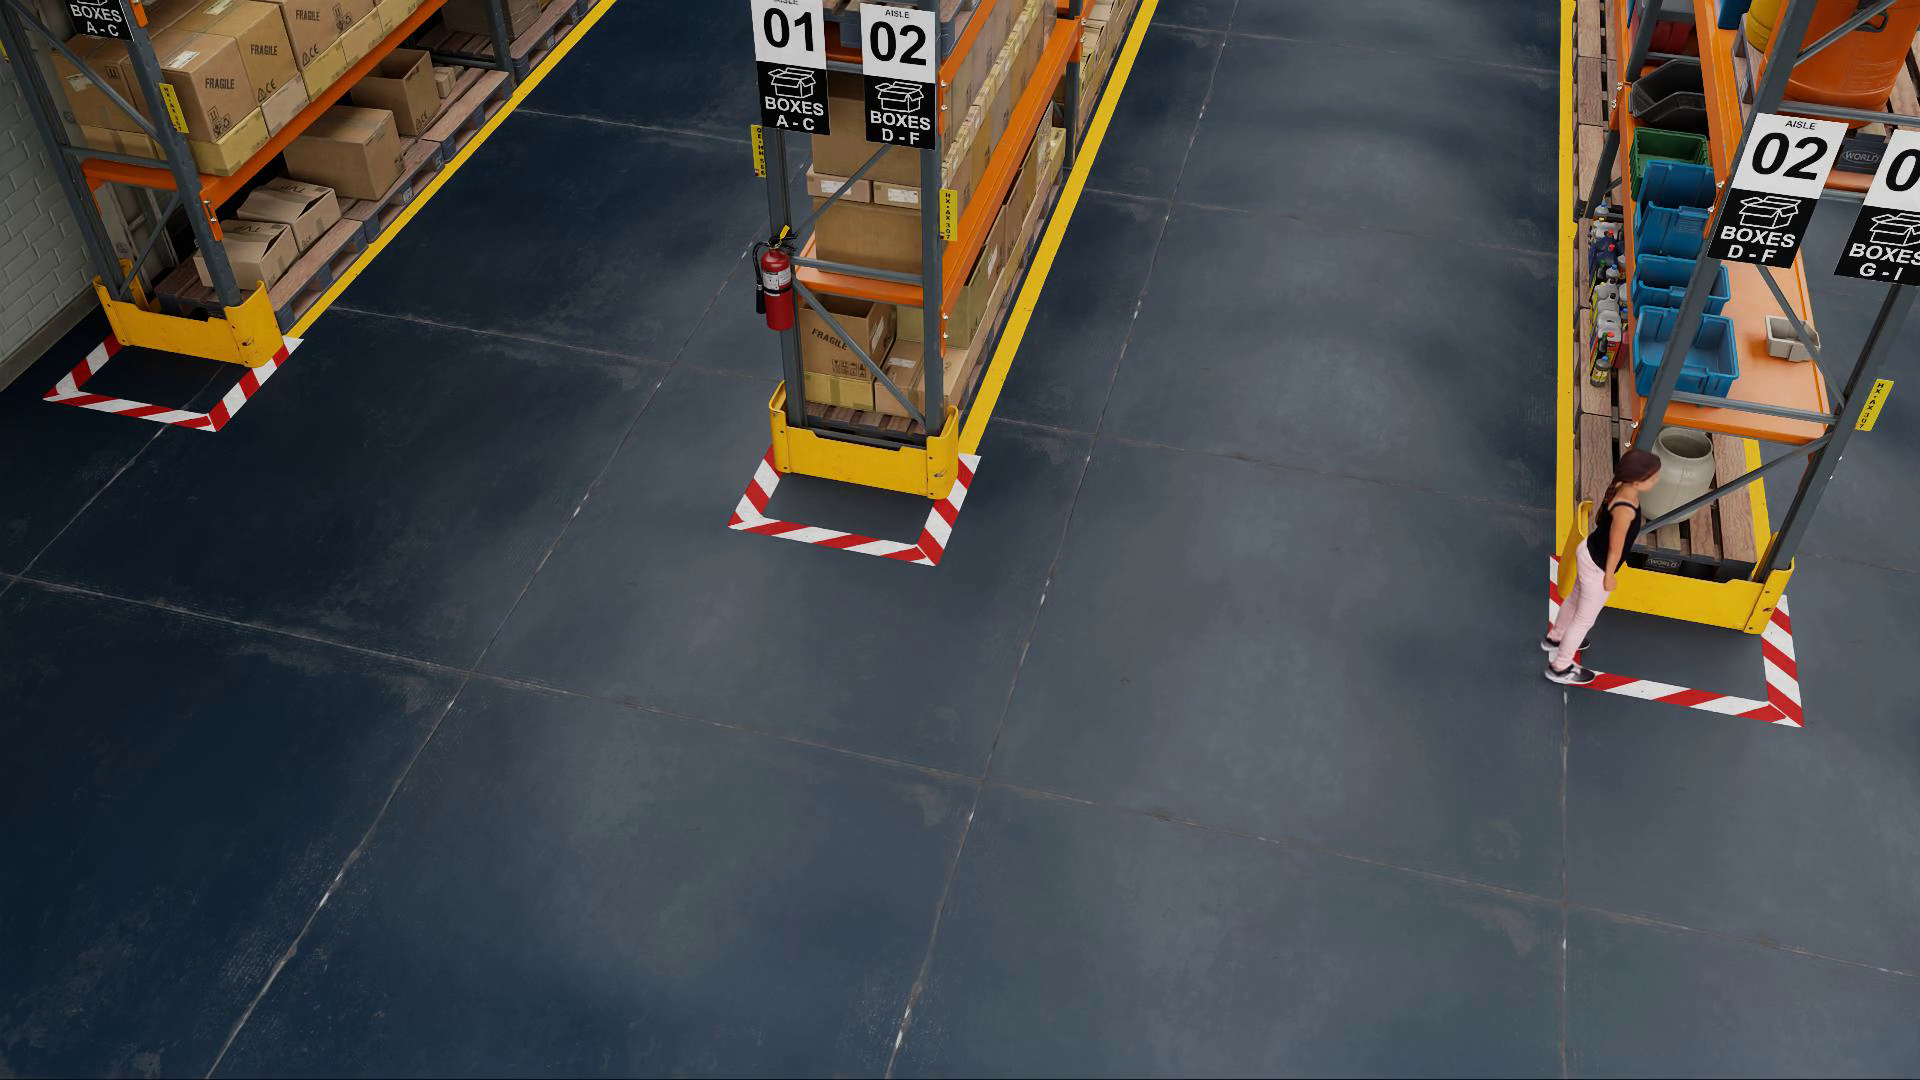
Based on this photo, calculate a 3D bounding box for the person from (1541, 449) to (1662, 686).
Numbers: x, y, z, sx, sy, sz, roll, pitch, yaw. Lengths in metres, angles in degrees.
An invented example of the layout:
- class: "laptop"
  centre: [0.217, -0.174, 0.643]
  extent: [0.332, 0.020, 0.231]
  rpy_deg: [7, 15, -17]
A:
- class: "person"
  centre: [3.441, 0.126, 8.963]
  extent: [0.581, 1.562, 0.448]
  rpy_deg: [7, 44, 8]
